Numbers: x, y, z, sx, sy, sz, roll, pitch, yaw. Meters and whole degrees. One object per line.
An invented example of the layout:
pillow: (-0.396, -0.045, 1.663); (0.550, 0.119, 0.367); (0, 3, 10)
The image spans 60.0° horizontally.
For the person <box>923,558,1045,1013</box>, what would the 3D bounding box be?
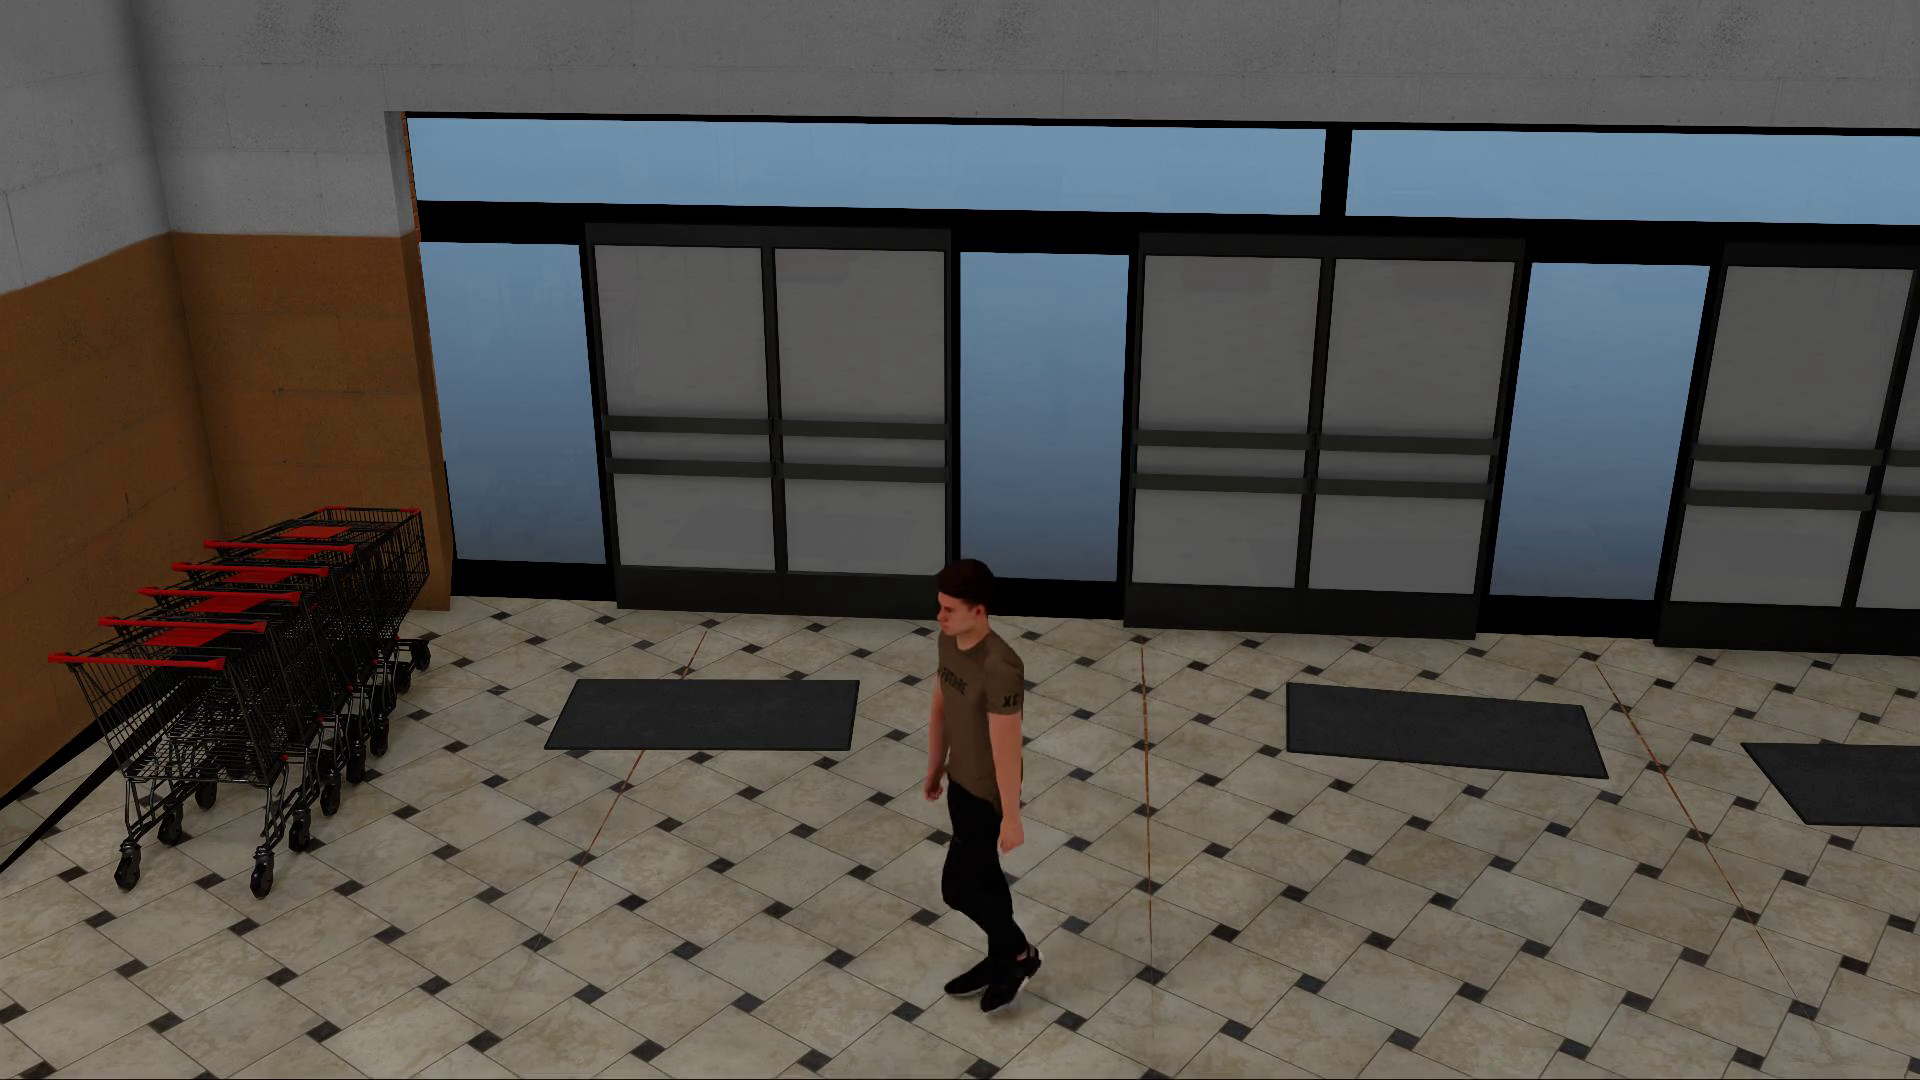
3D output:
person: (0.162, 0.908, 6.194); (0.872, 1.835, 0.769); (-9, 23, -20)
